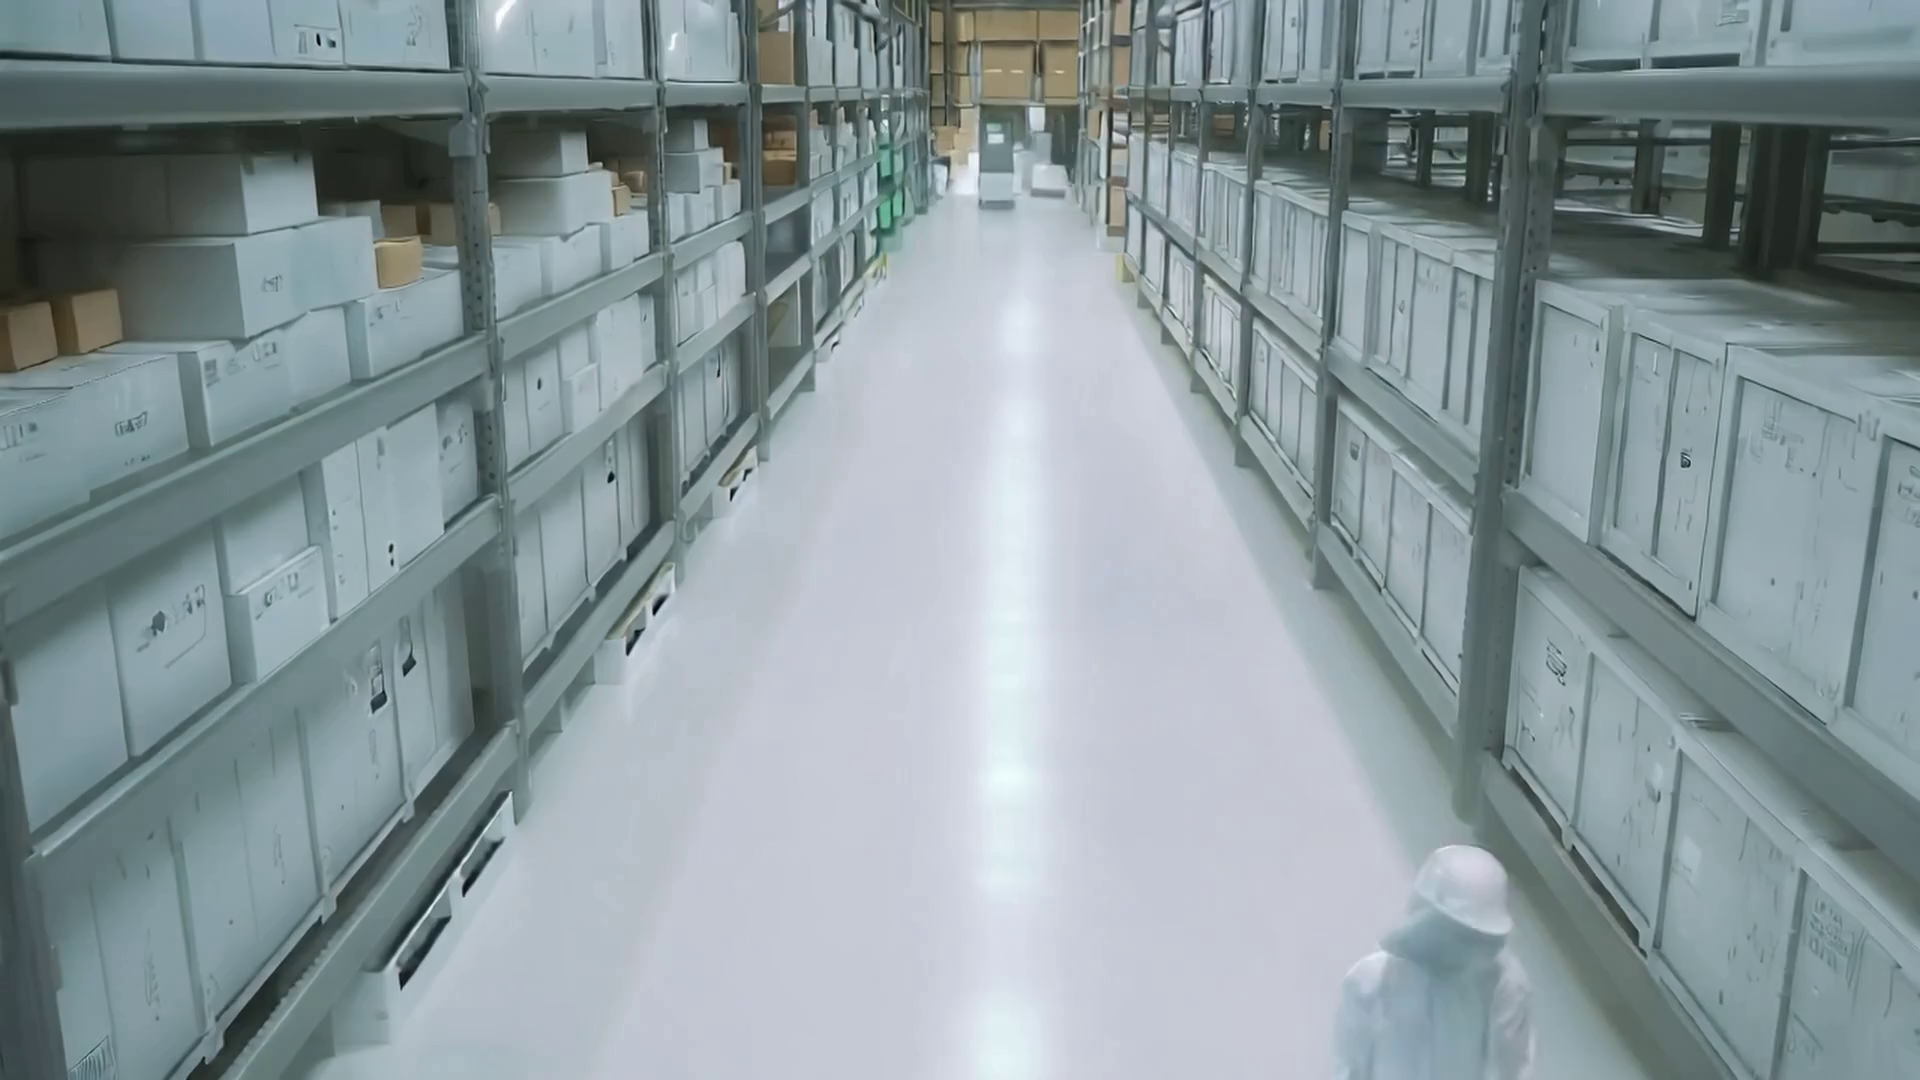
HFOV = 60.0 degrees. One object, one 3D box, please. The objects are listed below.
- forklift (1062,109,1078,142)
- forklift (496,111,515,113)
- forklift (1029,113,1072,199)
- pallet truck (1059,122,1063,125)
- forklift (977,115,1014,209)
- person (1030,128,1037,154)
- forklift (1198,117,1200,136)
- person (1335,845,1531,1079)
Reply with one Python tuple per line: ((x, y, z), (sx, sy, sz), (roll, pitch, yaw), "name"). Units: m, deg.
((4.697, -16.888, 70.628), (1.873, 2.768, 1.129), (-9, 17, -30), "forklift")
((-18.335, -16.140, 67.842), (1.129, 2.768, 1.873), (0, 15, 1), "forklift")
((3.363, -12.925, 55.881), (1.873, 2.768, 1.129), (-8, 17, -27), "forklift")
((5.788, -21.111, 88.014), (1.885, 1.965, 0.823), (5, 16, 18), "pallet truck")
((1.110, -11.635, 51.082), (1.129, 2.768, 1.873), (0, 15, 1), "forklift")
((3.490, -18.005, 76.612), (0.640, 1.917, 0.734), (-10, 18, -34), "person")
((9.440, -15.535, 65.593), (1.873, 2.768, 1.129), (0, 15, 2), "forklift")
((1.189, 1.531, 4.357), (0.484, 1.713, 0.835), (-2, 15, -9), "person")
